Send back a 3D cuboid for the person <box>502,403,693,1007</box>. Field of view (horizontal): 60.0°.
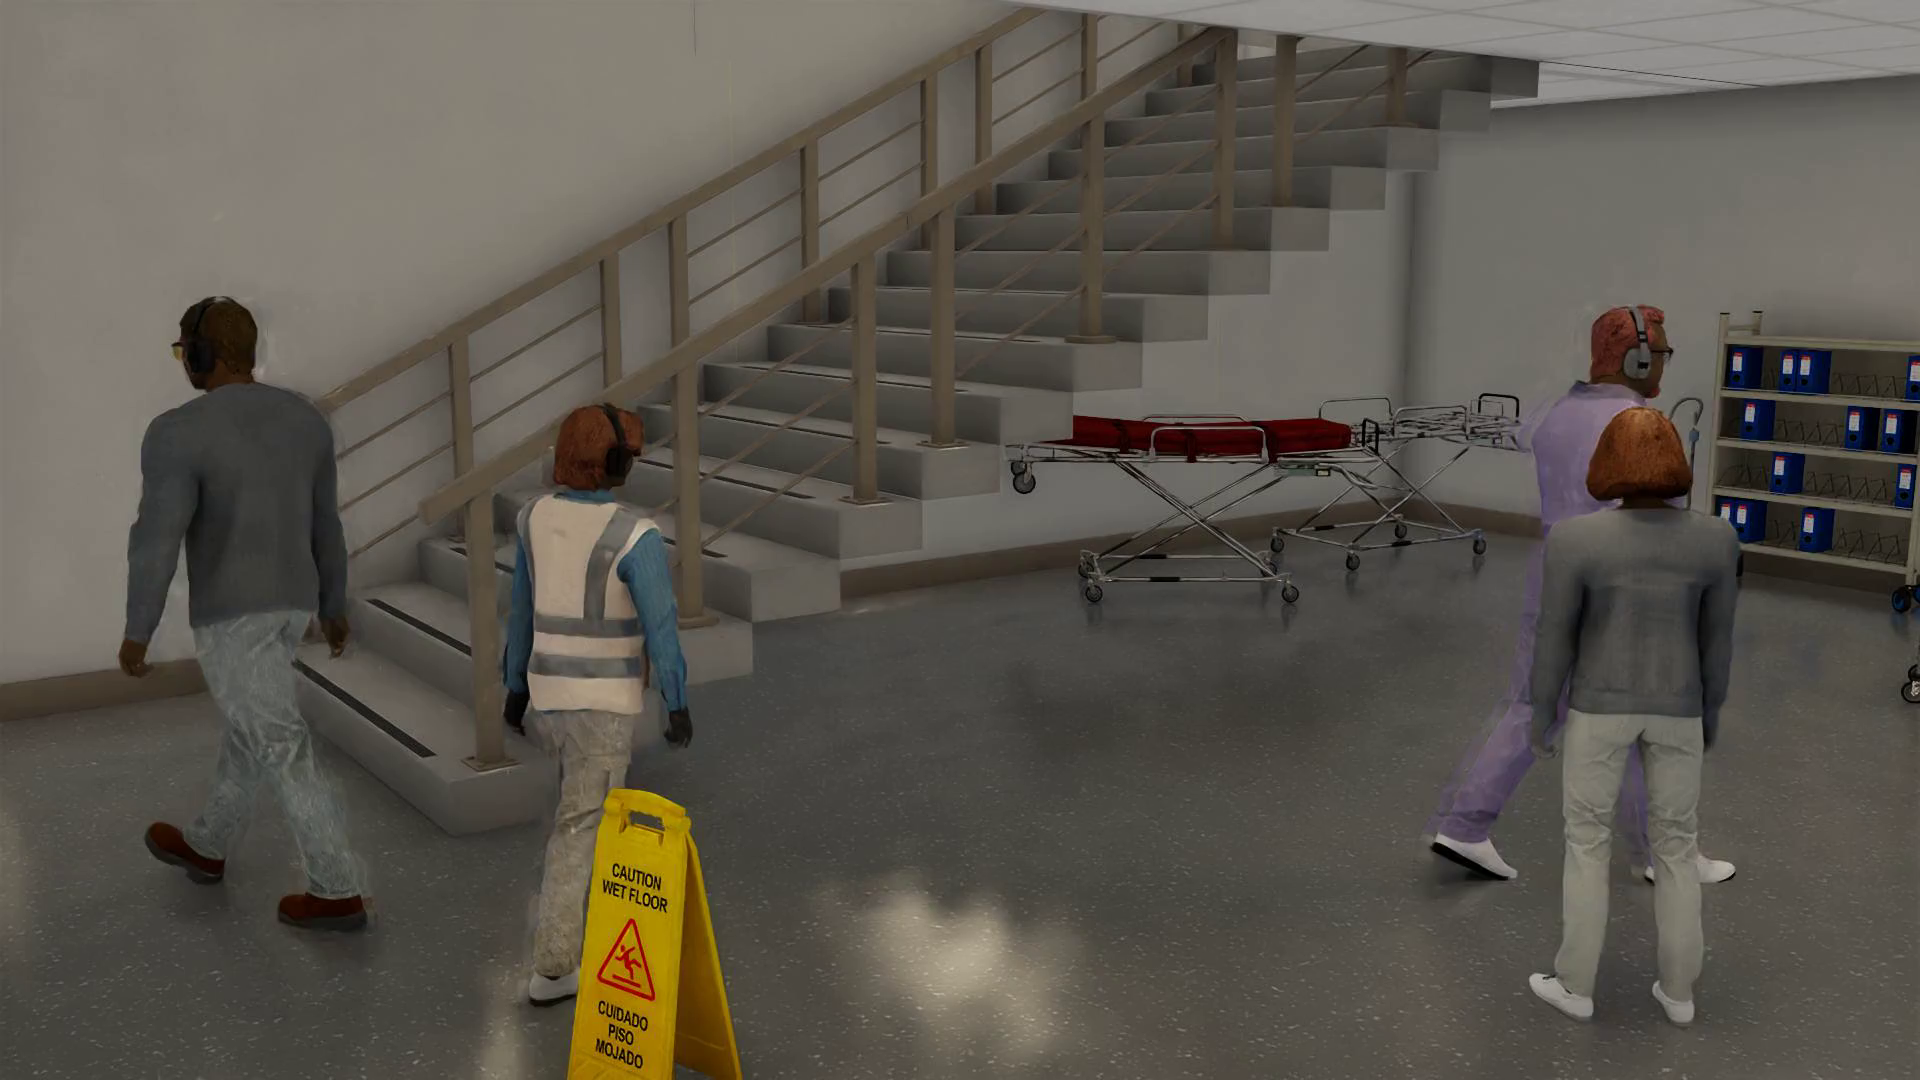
[{"bbox_3d":[-0.938,0.424,4.612,0.544,1.603,0.793,7,12,35],"label":"person"}]

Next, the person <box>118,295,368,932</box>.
[{"bbox_3d":[-2.202,0.219,5.026,0.994,1.886,0.643,3,10,19],"label":"person"}]

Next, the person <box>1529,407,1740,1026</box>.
[{"bbox_3d":[1.761,0.466,4.384,0.513,1.624,0.314,1,10,5],"label":"person"}]

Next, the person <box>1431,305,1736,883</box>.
[{"bbox_3d":[1.986,0.193,5.246,0.969,1.867,0.656,-2,10,-10],"label":"person"}]
